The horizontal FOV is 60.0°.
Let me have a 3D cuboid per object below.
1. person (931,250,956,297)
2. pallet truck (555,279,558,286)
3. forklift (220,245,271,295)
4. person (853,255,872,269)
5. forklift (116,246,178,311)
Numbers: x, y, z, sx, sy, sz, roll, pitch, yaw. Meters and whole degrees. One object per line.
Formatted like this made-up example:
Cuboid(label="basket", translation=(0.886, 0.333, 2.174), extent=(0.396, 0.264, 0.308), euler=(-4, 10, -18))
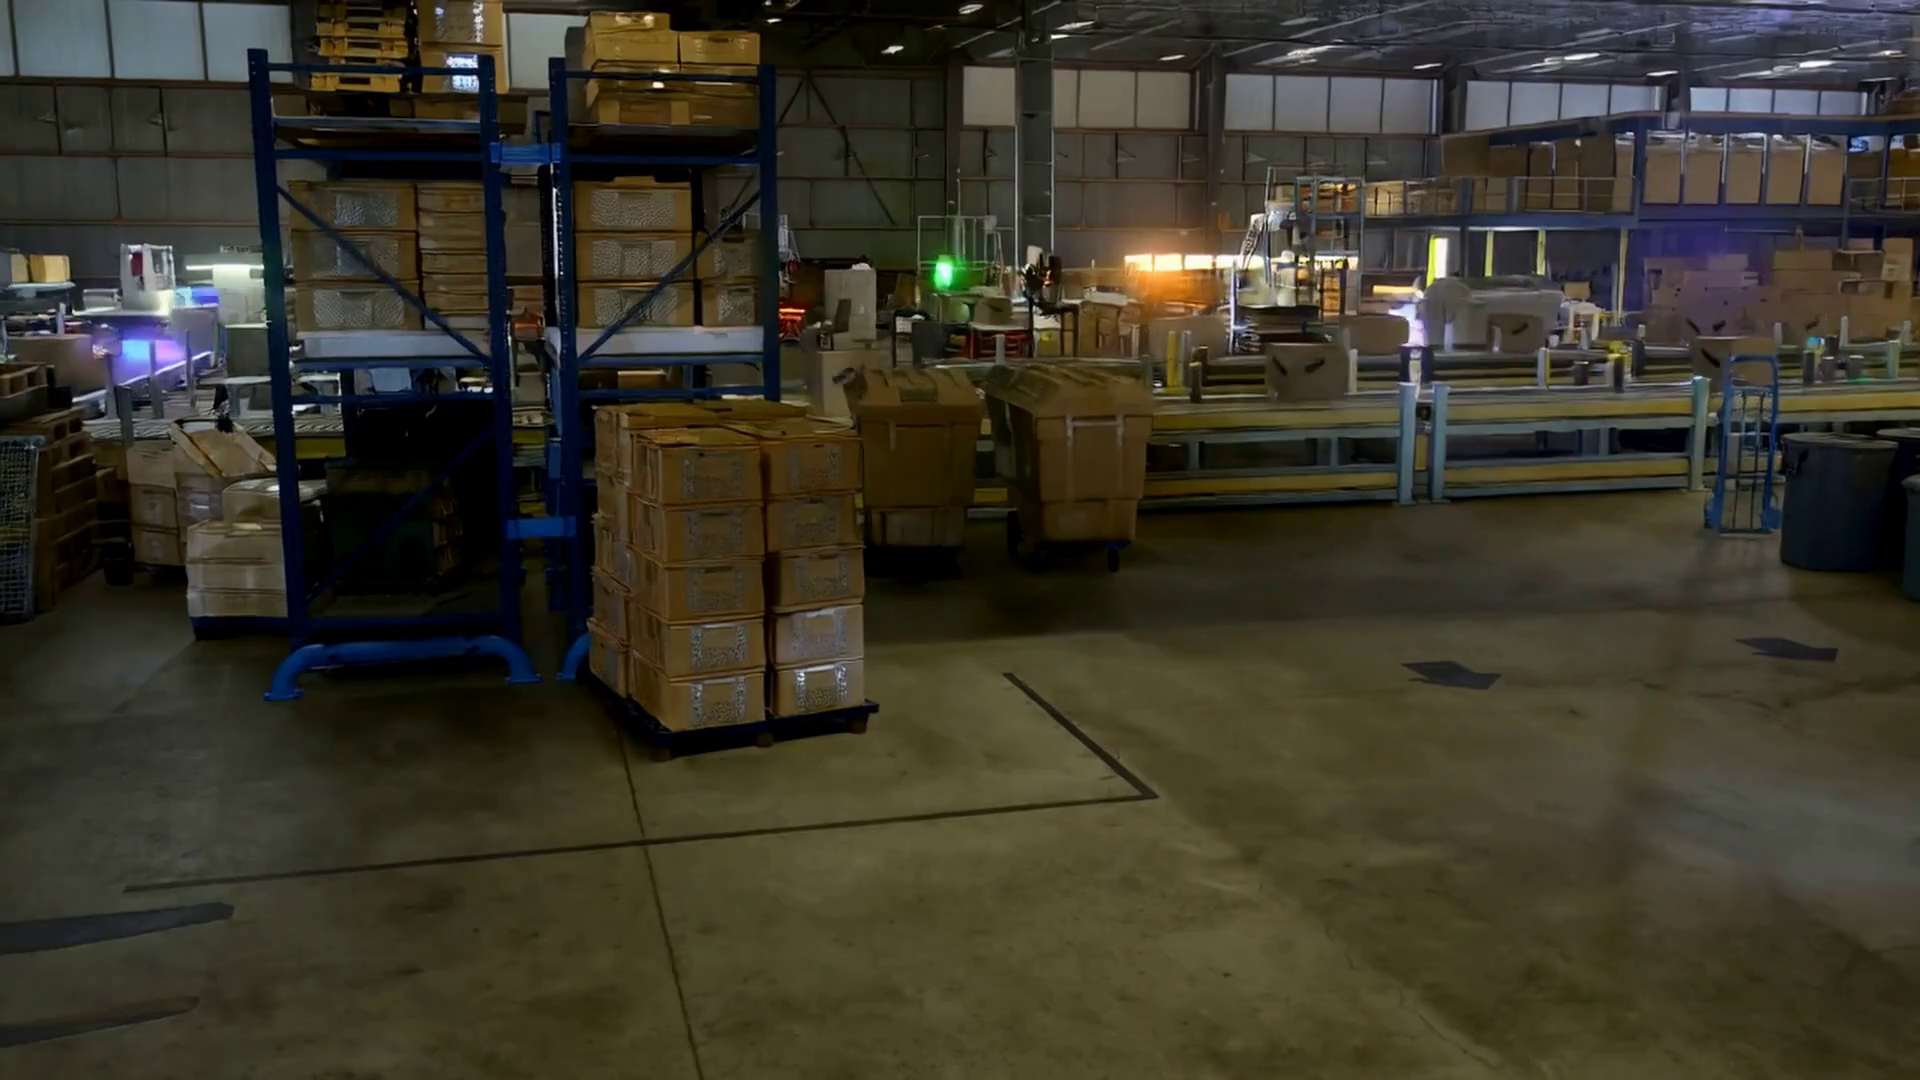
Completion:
Cuboid(label="person", translation=(-0.464, -6.596, 43.746), extent=(0.660, 2.013, 0.791), euler=(-7, 12, -34))
Cuboid(label="pallet truck", translation=(-10.604, -6.375, 44.520), extent=(0.653, 1.274, 1.630), euler=(-3, 10, -15))
Cuboid(label="forklift", translation=(-17.749, -6.334, 41.440), extent=(1.157, 1.987, 2.680), euler=(-3, 10, -17))
Cuboid(label="person", translation=(-2.950, -7.766, 50.762), extent=(0.646, 1.876, 0.858), euler=(3, 11, 18))
Cuboid(label="forklift", translation=(-19.966, -6.232, 40.894), extent=(1.157, 1.987, 2.680), euler=(-3, 10, -15))
